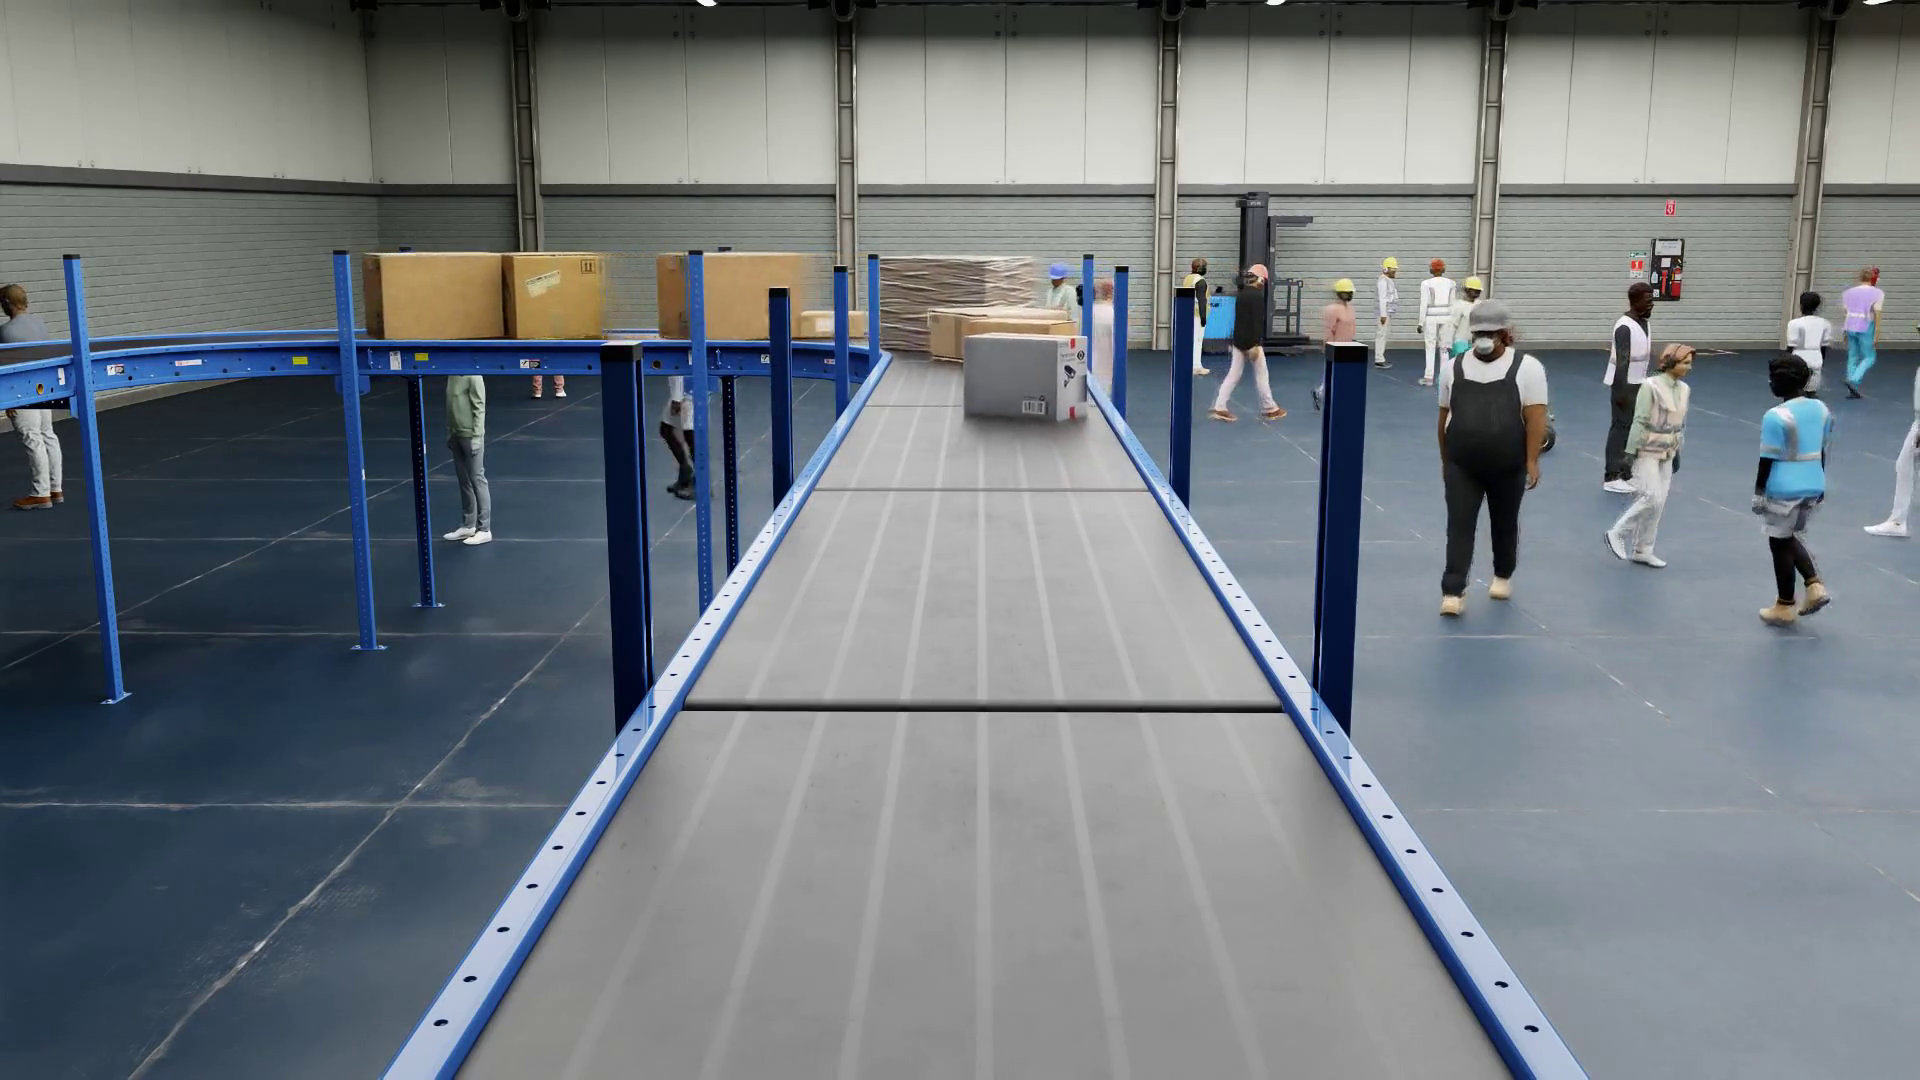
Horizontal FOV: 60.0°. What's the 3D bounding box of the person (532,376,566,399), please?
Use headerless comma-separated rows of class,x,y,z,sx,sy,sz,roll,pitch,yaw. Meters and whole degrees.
person,-5.767,-2.912,23.055,0.639,1.902,0.407,-3,11,-13

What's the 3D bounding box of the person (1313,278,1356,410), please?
person,4.737,-2.417,20.911,0.528,1.748,0.678,-10,15,-42

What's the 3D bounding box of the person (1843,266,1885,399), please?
person,12.444,-2.861,22.995,0.454,1.829,0.568,-6,12,-28

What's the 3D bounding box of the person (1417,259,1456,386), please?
person,7.117,-3.258,24.881,0.574,1.881,0.358,-3,11,-15

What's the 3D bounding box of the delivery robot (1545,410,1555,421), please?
delivery robot,6.109,-1.429,18.099,0.698,0.223,0.335,4,12,21

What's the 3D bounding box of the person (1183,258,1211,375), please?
person,3.812,-3.598,26.732,0.429,1.839,0.634,-3,12,-17

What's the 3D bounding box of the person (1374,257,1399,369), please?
person,7.107,-3.789,27.741,0.404,1.828,0.592,4,12,20

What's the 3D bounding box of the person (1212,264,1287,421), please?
person,3.556,-2.415,20.454,1.027,1.922,0.657,-5,12,-23

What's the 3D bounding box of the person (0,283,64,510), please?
person,-8.066,-1.245,14.395,0.369,1.936,0.630,0,11,-2

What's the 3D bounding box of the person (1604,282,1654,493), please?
person,6.135,-1.402,15.273,0.400,1.915,0.591,9,14,38

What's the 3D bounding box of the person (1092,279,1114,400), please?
person,1.532,-1.731,17.119,0.779,1.863,0.671,-5,12,-25

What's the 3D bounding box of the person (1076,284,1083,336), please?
person,1.611,-2.343,20.726,0.407,1.672,0.635,1,11,3

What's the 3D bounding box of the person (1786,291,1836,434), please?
person,9.571,-1.960,18.748,0.537,1.675,0.662,-2,11,-12

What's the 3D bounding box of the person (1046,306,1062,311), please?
person,1.141,-1.733,17.833,0.921,1.579,0.531,-7,13,-33

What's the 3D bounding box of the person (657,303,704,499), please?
person,-2.490,-1.316,14.815,0.514,1.919,0.546,-3,11,-16

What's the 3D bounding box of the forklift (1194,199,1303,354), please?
forklift,5.313,-4.851,30.603,1.873,2.768,1.129,0,11,1

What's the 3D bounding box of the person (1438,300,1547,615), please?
person,3.397,-0.559,10.709,0.686,2.000,1.005,5,12,25

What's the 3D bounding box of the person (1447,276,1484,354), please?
person,6.636,-2.645,22.101,0.531,1.735,0.759,-7,13,-31

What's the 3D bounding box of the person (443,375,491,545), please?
person,-3.820,-0.791,12.836,0.286,1.636,0.500,-10,15,-42

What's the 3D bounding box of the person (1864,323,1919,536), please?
person,7.637,-0.922,12.969,0.779,1.848,0.513,3,11,16

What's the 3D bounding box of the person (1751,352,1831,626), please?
person,5.079,-0.306,10.198,0.558,1.682,0.360,-5,12,-26

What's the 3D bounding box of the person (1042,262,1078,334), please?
person,1.266,-2.630,21.525,0.430,1.924,0.694,-7,13,-33

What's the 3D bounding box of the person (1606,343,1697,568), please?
person,4.972,-0.601,11.904,0.531,1.617,0.390,-7,13,-33
